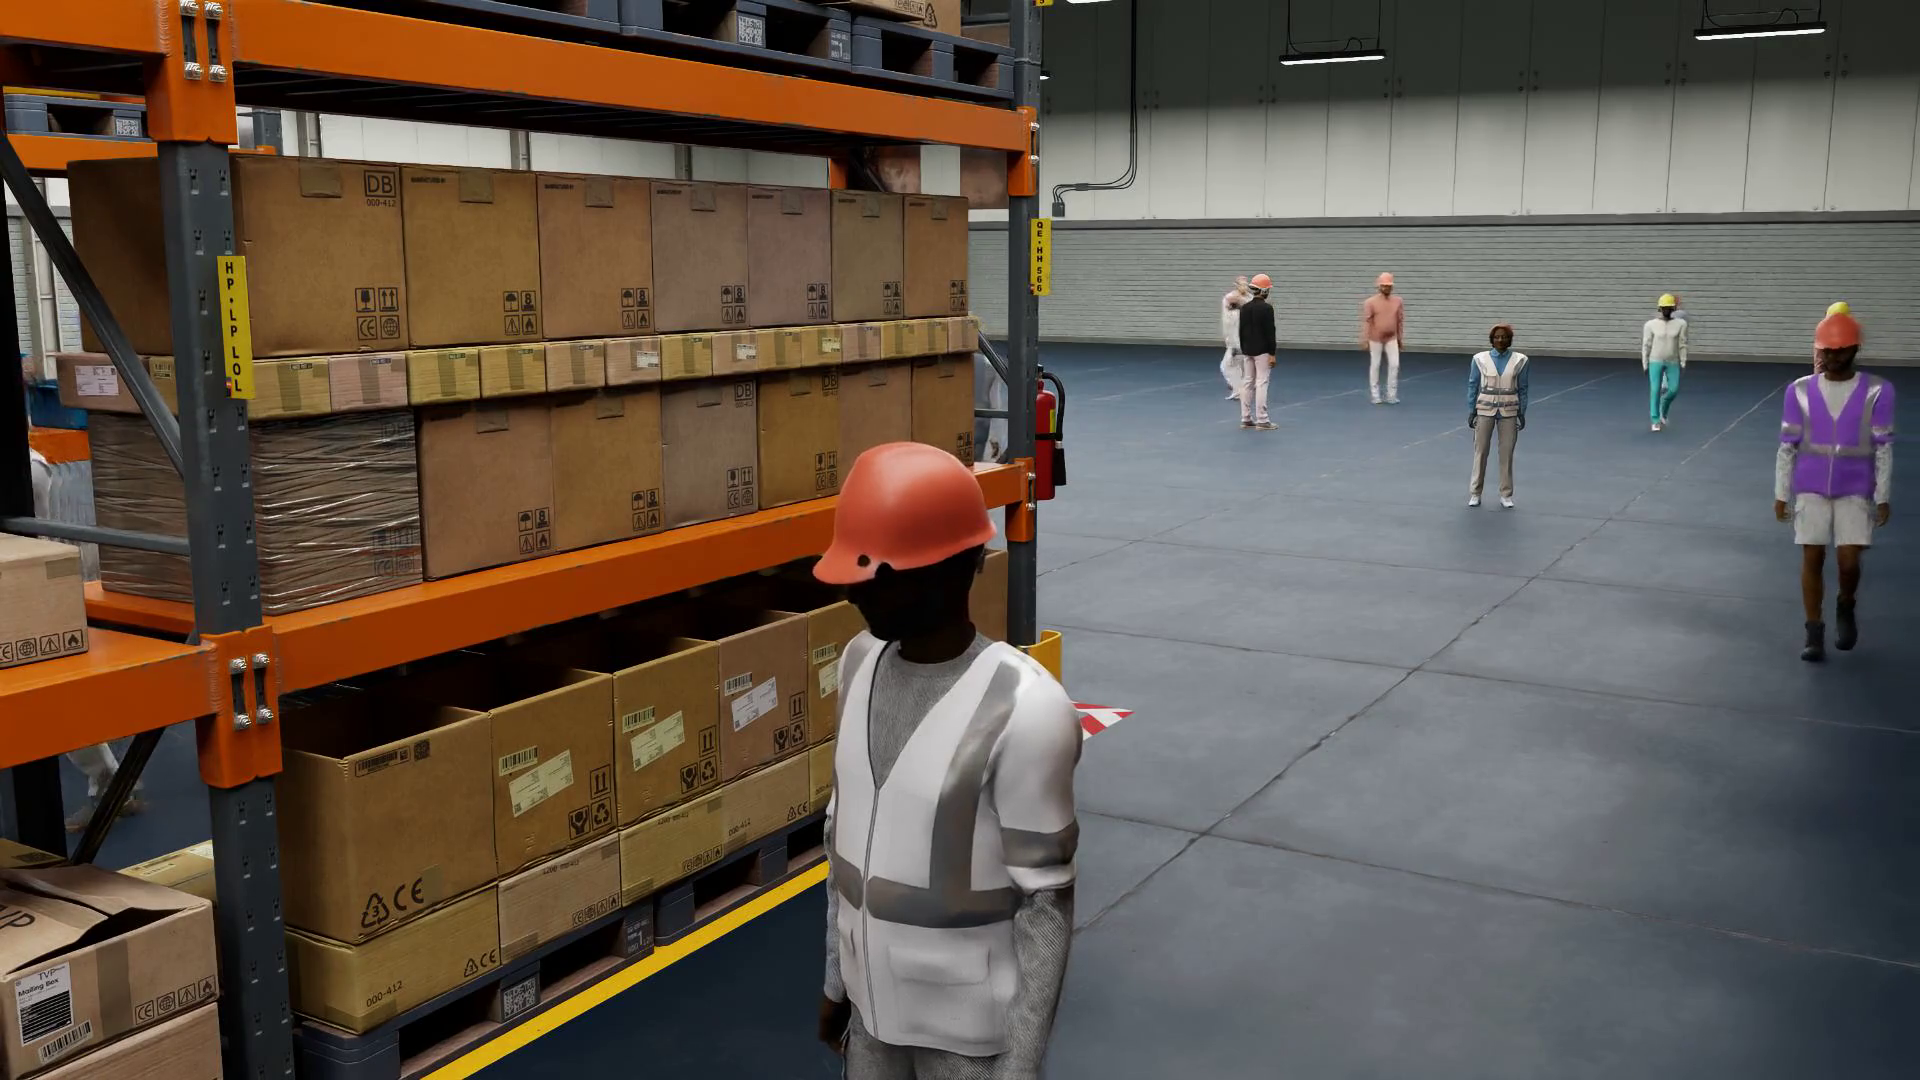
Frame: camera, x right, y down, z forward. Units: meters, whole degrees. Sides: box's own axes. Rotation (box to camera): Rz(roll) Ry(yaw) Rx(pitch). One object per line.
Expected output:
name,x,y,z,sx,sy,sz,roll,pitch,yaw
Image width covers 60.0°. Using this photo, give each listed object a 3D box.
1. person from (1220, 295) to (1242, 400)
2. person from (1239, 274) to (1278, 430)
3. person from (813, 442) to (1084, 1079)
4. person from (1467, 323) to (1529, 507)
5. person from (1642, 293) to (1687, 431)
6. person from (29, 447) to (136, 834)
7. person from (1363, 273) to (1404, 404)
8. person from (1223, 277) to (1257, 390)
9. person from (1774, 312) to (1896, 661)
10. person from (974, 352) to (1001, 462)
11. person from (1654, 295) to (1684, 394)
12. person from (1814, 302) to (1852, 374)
person,4.211,-2.954,25.634,0.380,1.621,0.538,3,10,15
person,3.842,-2.414,21.405,0.375,1.995,0.611,-6,12,-33
person,-0.061,0.790,2.841,0.374,1.929,0.542,-9,13,-44
person,4.776,-1.108,14.797,0.515,1.641,0.308,2,10,14
person,8.977,-2.265,21.228,0.538,1.753,0.446,2,10,11
person,-3.595,0.261,6.223,0.596,1.843,0.898,5,11,29
person,6.376,-3.005,24.922,0.665,1.963,0.817,-1,10,-5
person,4.681,-3.405,27.577,0.651,1.886,0.661,-3,10,-16
person,4.781,-0.282,9.124,0.576,1.922,0.452,7,12,35
person,0.022,-0.830,12.764,0.595,1.792,0.920,-2,10,-13
person,11.336,-3.147,26.790,0.655,1.609,0.537,-6,12,-33
person,8.762,-1.498,16.717,0.529,1.768,0.312,-7,12,-34
